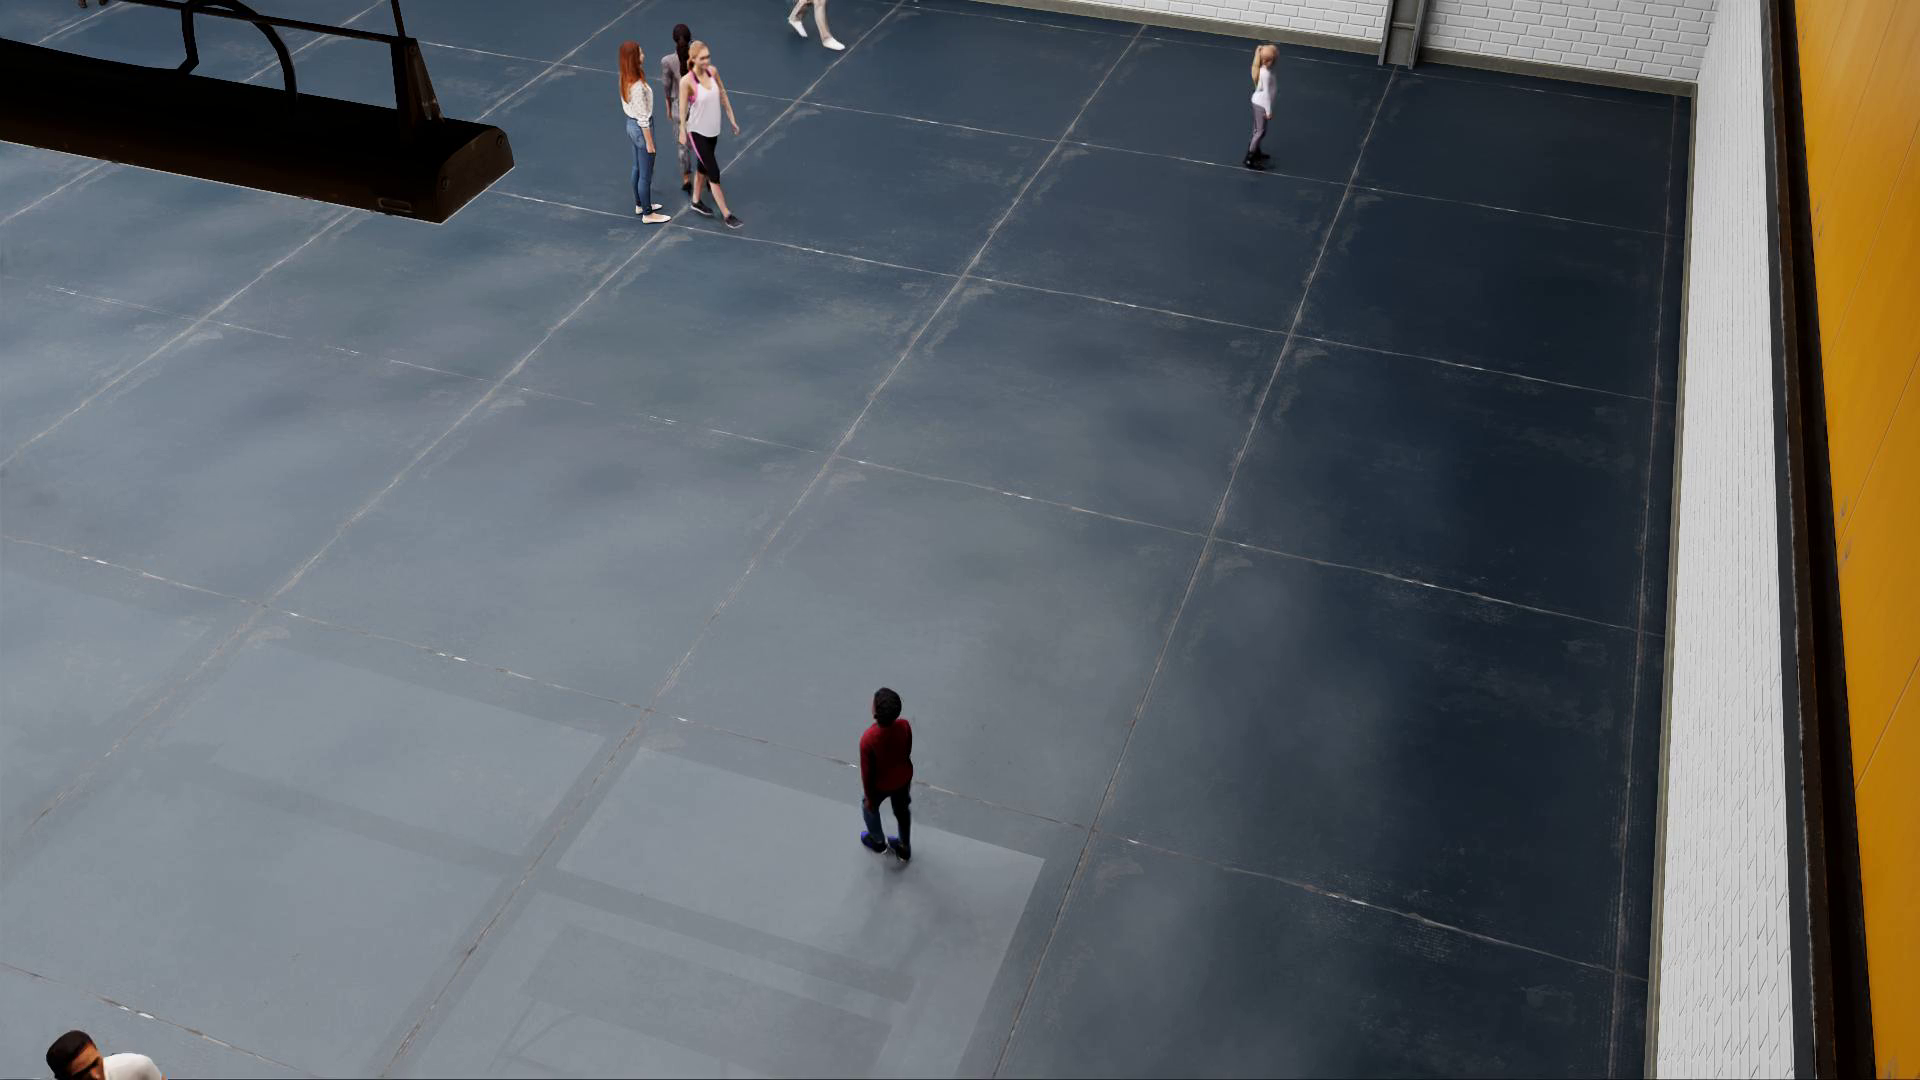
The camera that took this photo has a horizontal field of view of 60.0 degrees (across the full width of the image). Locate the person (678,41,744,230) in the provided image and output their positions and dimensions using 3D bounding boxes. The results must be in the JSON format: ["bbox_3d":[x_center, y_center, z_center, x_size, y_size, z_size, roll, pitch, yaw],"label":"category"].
[{"bbox_3d":[-2.446,-3.822,15.517,1.115,1.752,0.849,26,46,29],"label":"person"}]

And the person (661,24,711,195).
[{"bbox_3d":[-2.596,-4.129,15.960,0.697,1.678,0.788,-8,39,-10],"label":"person"}]

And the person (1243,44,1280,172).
[{"bbox_3d":[3.016,-4.341,16.554,0.591,1.268,0.577,-6,39,-7],"label":"person"}]

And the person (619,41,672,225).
[{"bbox_3d":[-2.988,-3.810,15.521,0.700,1.728,0.640,-16,41,-19],"label":"person"}]

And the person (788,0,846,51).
[{"bbox_3d":[-1.734,-6.545,18.850,1.225,1.847,0.884,23,44,26],"label":"person"}]

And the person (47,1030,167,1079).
[{"bbox_3d":[-3.690,2.687,7.352,1.103,1.769,0.824,22,43,25],"label":"person"}]

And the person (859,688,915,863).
[{"bbox_3d":[-0.373,1.378,9.410,0.636,1.246,0.683,-24,44,-27],"label":"person"}]
